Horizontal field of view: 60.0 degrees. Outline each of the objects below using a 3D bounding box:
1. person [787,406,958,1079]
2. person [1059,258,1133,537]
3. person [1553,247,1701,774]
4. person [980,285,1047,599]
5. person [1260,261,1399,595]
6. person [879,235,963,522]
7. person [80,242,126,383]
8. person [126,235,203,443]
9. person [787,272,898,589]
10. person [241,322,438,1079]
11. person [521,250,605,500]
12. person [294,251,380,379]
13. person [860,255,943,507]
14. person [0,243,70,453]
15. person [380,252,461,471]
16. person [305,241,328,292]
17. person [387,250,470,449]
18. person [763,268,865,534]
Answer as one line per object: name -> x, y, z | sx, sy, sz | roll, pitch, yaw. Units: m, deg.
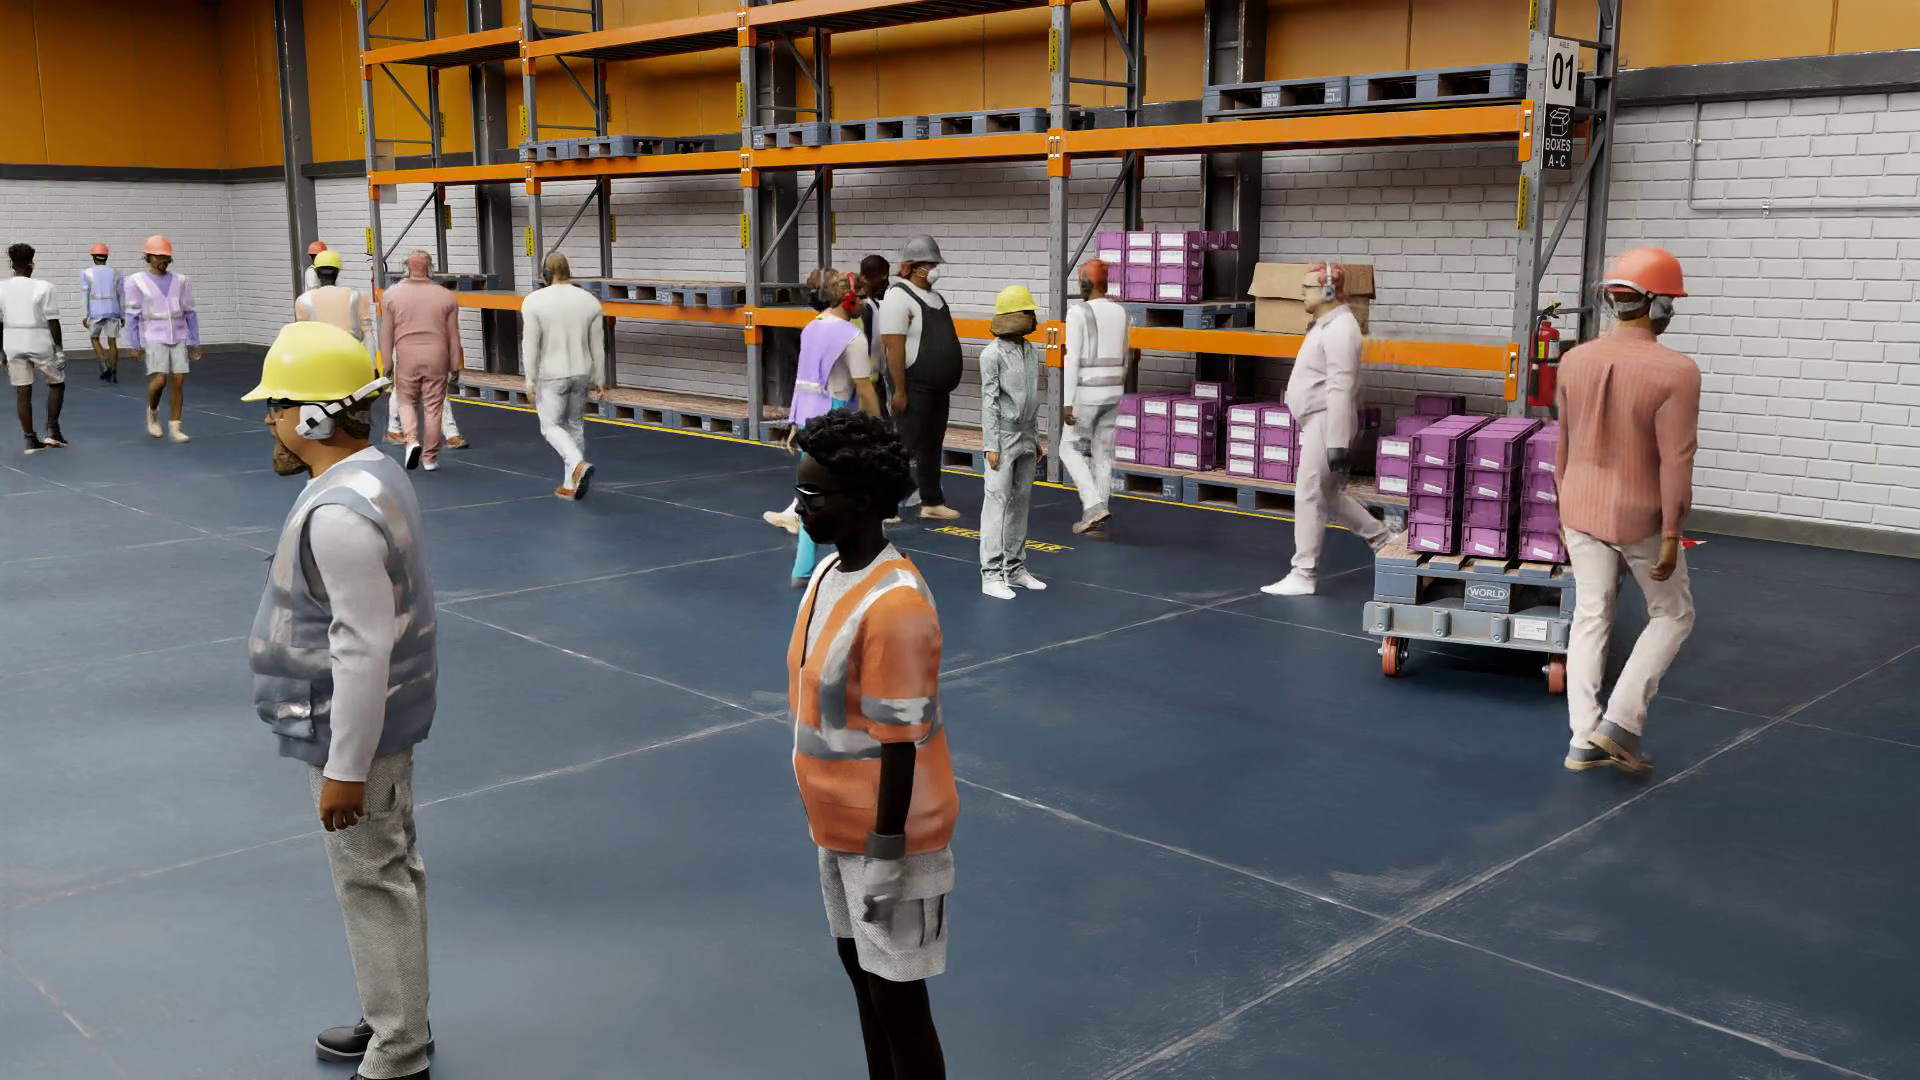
person -> -0.186, 0.572, 3.384 | 0.321, 1.689, 0.531 | -4, 11, -22
person -> 0.902, -0.943, 11.164 | 0.614, 1.866, 0.407 | -8, 13, -36
person -> 2.477, -0.087, 6.207 | 0.432, 1.980, 0.618 | -7, 13, -35
person -> 0.304, -0.553, 9.362 | 0.282, 1.746, 0.493 | 8, 13, 36
person -> 2.126, -0.612, 9.312 | 0.755, 1.889, 0.655 | 1, 10, 7
person -> -0.318, -1.138, 11.751 | 0.704, 2.000, 0.686 | 5, 12, 26
person -> -11.773, -3.118, 22.864 | 0.579, 1.920, 0.419 | -8, 13, -37
person -> -7.754, -1.954, 16.237 | 0.459, 2.025, 0.619 | 9, 14, 42
person -> -0.648, -0.643, 9.677 | 0.904, 1.801, 0.588 | -7, 12, -33
person -> -1.406, 0.419, 3.829 | 0.404, 1.830, 0.599 | -3, 11, -14
person -> -2.941, -1.213, 12.507 | 0.642, 1.913, 0.667 | -8, 13, -37
person -> -5.284, -1.493, 14.135 | 0.640, 1.874, 0.837 | -5, 11, -25
person -> -0.606, -1.157, 12.318 | 0.985, 1.866, 0.610 | -1, 10, -7
person -> -8.662, -1.789, 15.554 | 0.637, 1.946, 0.550 | -1, 10, -6
person -> -4.606, -1.513, 14.245 | 0.660, 1.884, 0.484 | -3, 11, -18
person -> -8.841, -3.152, 23.012 | 0.376, 1.935, 0.550 | -2, 11, -13
person -> -5.149, -1.808, 15.860 | 1.034, 1.887, 0.630 | 7, 12, 33
person -> -0.942, -0.874, 10.952 | 0.920, 1.798, 0.627 | 2, 11, 11
